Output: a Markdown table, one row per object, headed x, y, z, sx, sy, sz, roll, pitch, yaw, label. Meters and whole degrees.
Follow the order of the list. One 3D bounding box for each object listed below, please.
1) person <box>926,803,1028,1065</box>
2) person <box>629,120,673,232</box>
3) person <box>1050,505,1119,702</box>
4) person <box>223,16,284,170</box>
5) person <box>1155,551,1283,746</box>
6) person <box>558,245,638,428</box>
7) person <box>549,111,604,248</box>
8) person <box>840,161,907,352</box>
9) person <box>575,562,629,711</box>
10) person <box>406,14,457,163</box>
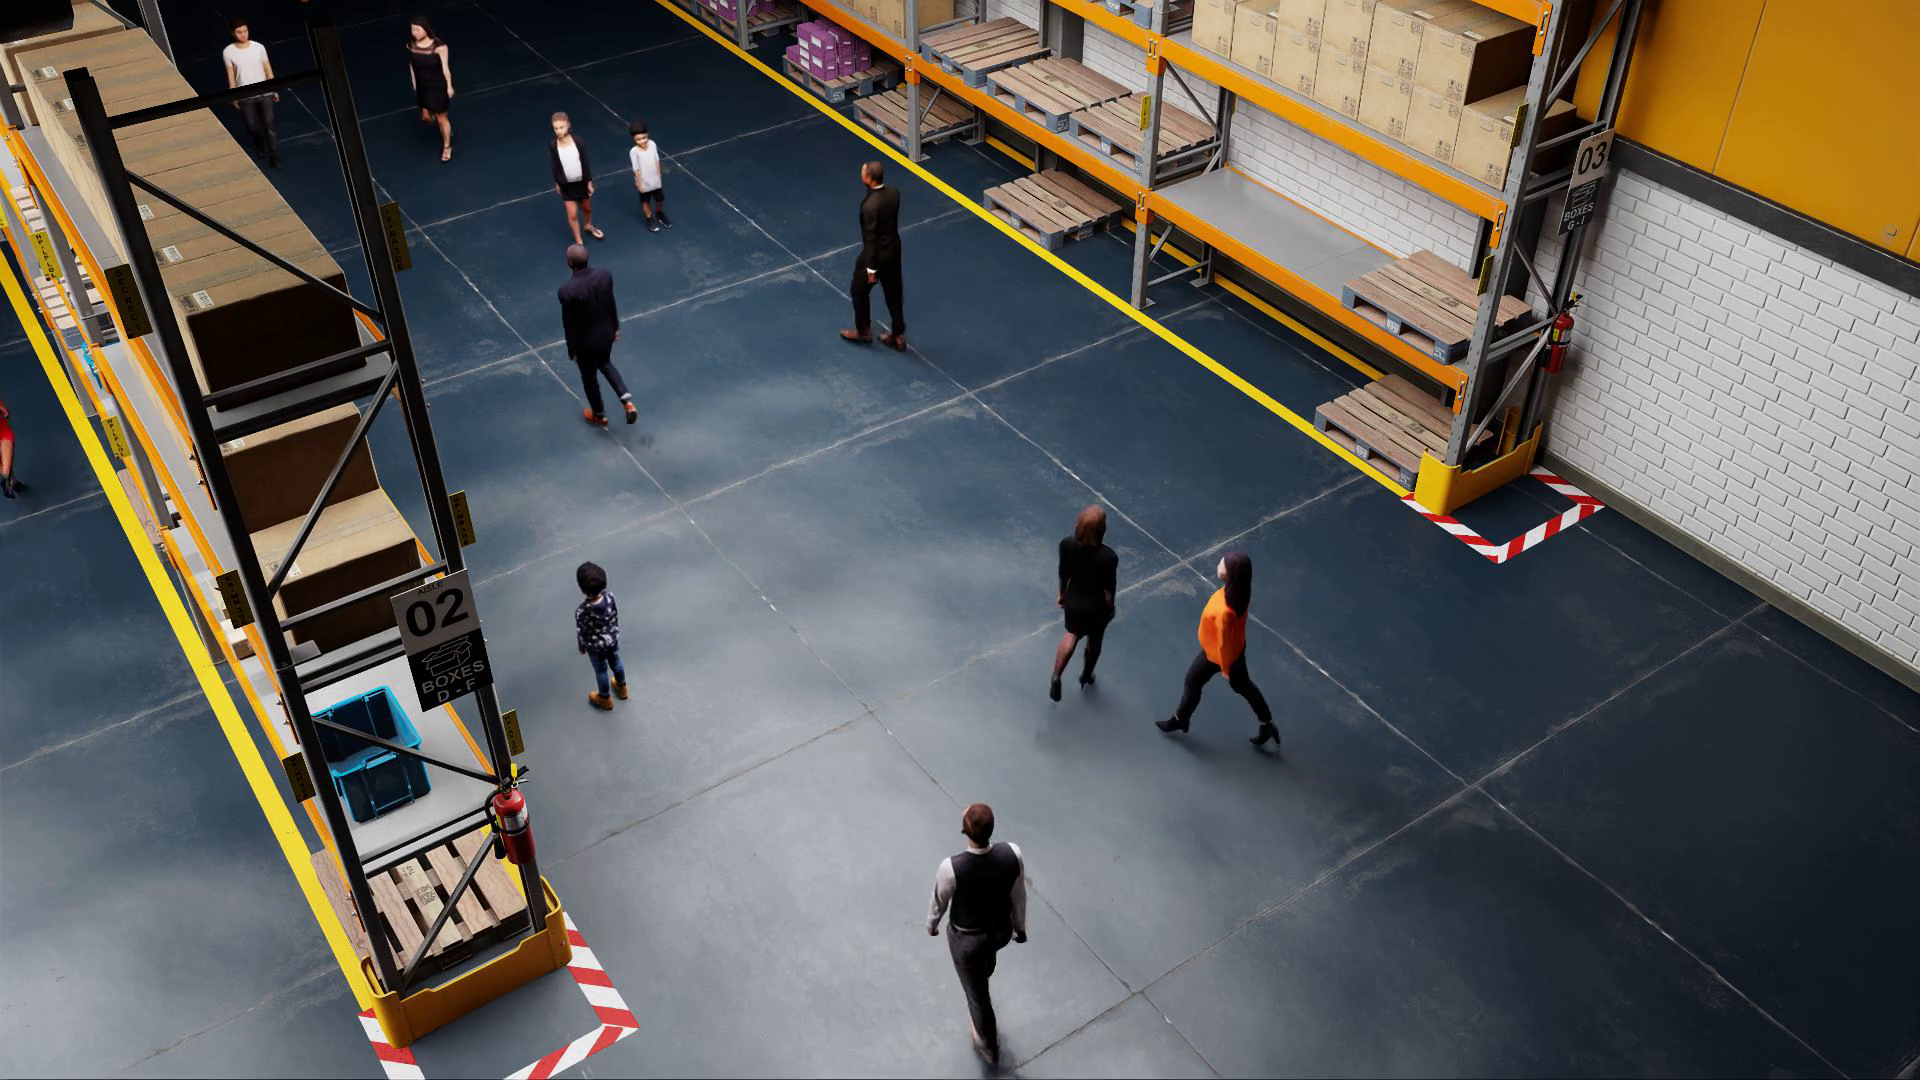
| x | y | z | sx | sy | sz | roll | pitch | yaw | label |
| --- | --- | --- | --- | --- | --- | --- | --- | --- | --- |
| 0.148 | 2.253 | 9.297 | 0.848 | 1.915 | 1.071 | -13 | 40 | -16 | person |
| -3.323 | -3.847 | 17.472 | 0.480 | 1.245 | 0.466 | -25 | 45 | -28 | person |
| 0.859 | 0.498 | 11.673 | 0.873 | 1.692 | 0.848 | 20 | 43 | 24 | person |
| -7.898 | -5.018 | 18.562 | 0.678 | 1.714 | 0.777 | -20 | 43 | -23 | person |
| 1.888 | 0.778 | 11.310 | 1.200 | 1.708 | 0.965 | 17 | 42 | 20 | person |
| -3.112 | -1.707 | 14.341 | 0.978 | 1.808 | 0.832 | 29 | 47 | 31 | person |
| -3.951 | -3.706 | 17.065 | 0.732 | 1.532 | 0.897 | -11 | 40 | -13 | person |
| -0.654 | -2.590 | 15.389 | 1.007 | 1.880 | 0.887 | 25 | 45 | 28 | person |
| -2.557 | 0.674 | 11.806 | 0.538 | 1.250 | 0.537 | 30 | 48 | 32 | person |
| -5.874 | -5.095 | 18.670 | 0.884 | 1.699 | 0.942 | 10 | 40 | 12 | person |
